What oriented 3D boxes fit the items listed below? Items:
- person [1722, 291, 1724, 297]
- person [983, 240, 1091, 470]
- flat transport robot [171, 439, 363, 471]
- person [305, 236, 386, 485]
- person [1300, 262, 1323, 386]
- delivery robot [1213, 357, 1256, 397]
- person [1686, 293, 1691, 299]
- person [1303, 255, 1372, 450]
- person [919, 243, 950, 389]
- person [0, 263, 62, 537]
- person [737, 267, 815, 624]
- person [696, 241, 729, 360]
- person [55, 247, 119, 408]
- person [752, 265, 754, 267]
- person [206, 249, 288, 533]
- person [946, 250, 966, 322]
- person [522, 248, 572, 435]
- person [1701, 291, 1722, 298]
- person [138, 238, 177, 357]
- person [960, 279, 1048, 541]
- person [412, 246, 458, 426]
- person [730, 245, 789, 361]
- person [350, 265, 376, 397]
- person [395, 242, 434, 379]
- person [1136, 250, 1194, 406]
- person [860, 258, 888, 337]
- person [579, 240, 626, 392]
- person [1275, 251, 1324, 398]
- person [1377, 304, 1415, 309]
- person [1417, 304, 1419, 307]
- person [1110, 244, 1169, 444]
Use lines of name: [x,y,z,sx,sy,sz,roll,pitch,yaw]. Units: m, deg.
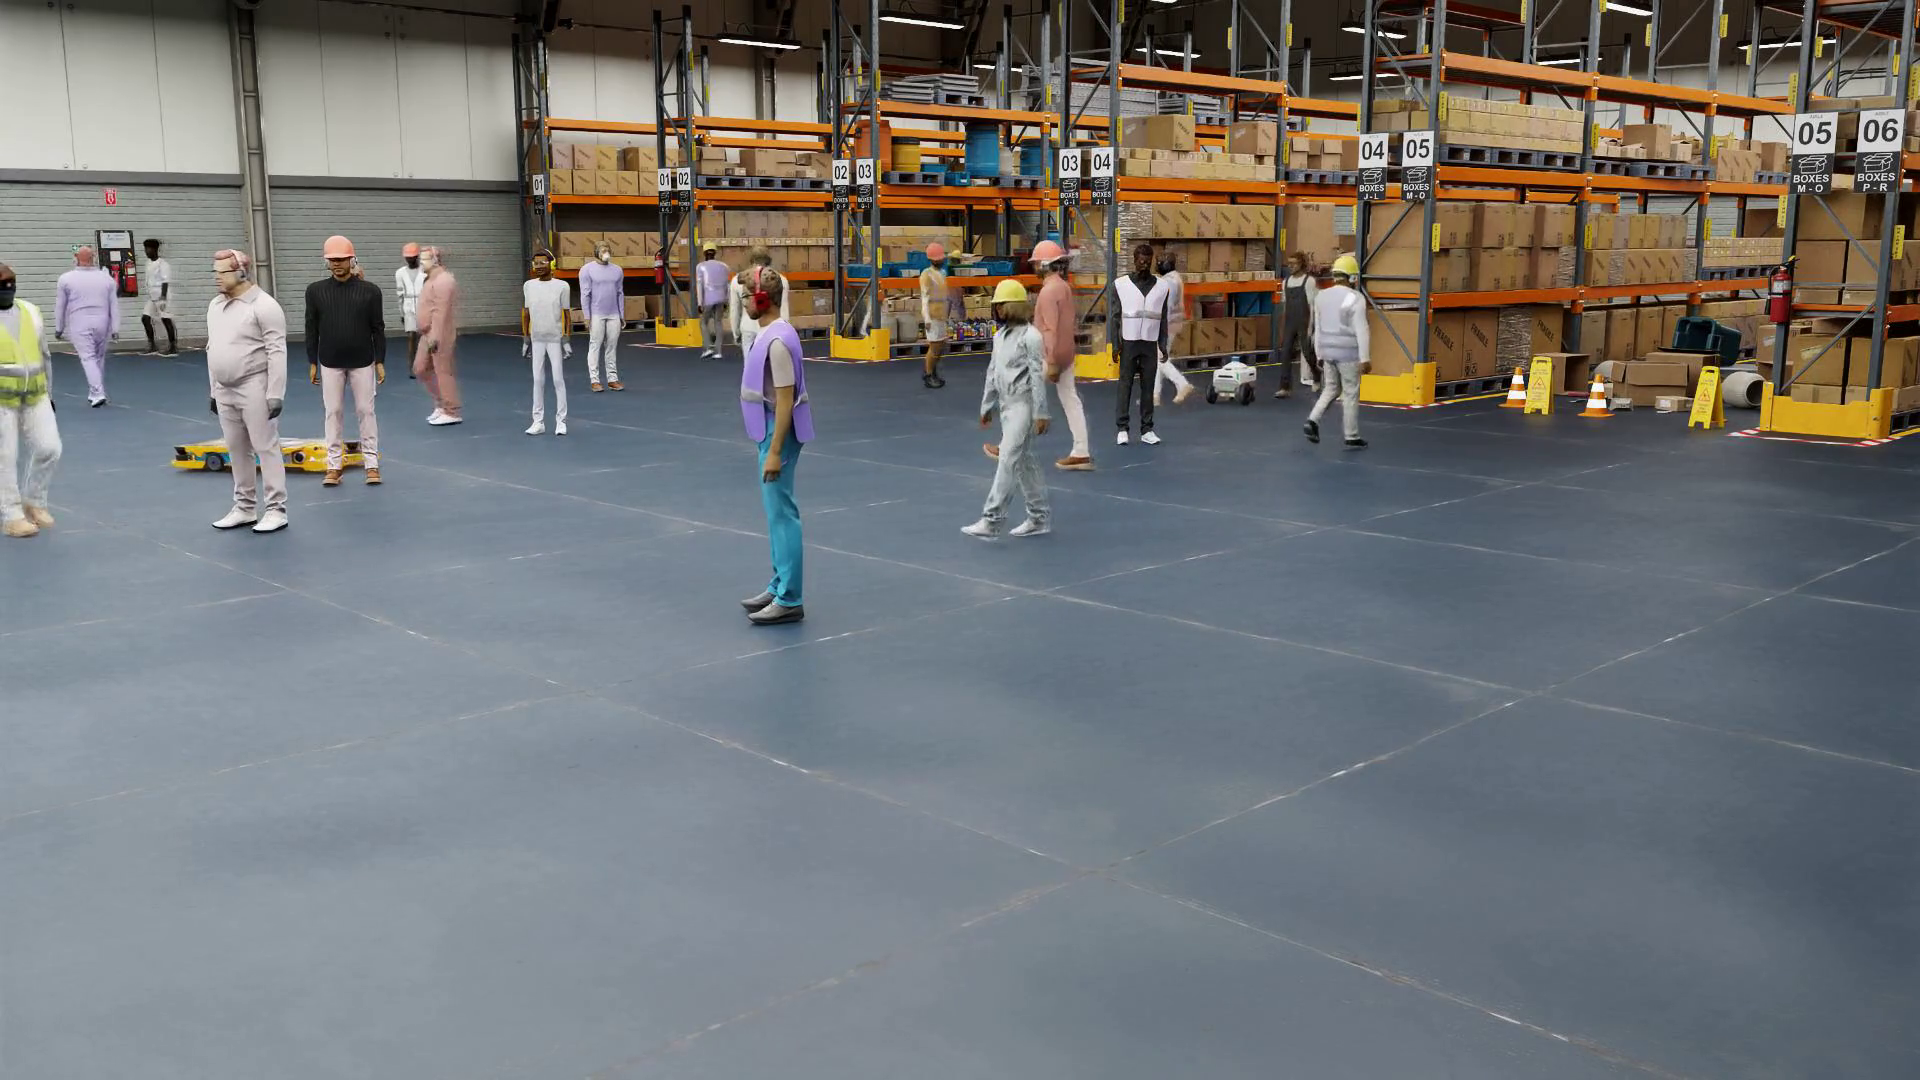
person: [16.646,-5.607,36.315,0.375,1.927,0.543,4,11,21]
person: [0.692,-1.589,14.338,1.008,1.941,0.613,5,12,26]
flat transport robot: [-6.029,-0.756,14.496,1.431,0.197,0.652,1,10,7]
person: [-4.956,-1.445,13.434,0.618,1.994,0.383,-3,11,-15]
person: [4.708,-2.892,22.297,0.308,1.638,0.513,2,11,10]
delivery robot: [3.322,-1.969,20.078,0.477,0.478,0.707,5,12,27]
person: [14.996,-5.075,33.700,0.827,1.828,0.529,-10,14,-44]
person: [3.579,-1.748,15.556,0.590,1.819,0.614,-7,12,-32]
person: [-0.350,-2.964,22.002,0.525,1.896,0.659,6,12,29]
person: [-6.333,-0.930,11.098,0.452,1.823,0.645,6,12,30]
person: [-0.956,-0.496,8.688,0.389,1.838,0.563,-2,11,-10]
person: [-4.045,-3.887,27.008,0.606,1.895,0.595,-7,12,-32]
person: [-10.294,-2.515,19.649,0.982,1.866,0.650,10,15,44]
person: [-3.286,-3.813,27.278,0.531,1.646,0.801,-3,11,-15]
person: [-4.865,-1.005,11.281,0.651,1.904,0.402,5,12,25]
person: [-0.083,-4.491,30.803,0.526,1.719,0.912,8,13,36]
person: [-4.176,-2.002,16.806,0.519,1.874,0.327,1,10,4]
person: [14.550,-4.819,32.229,0.575,1.857,0.822,10,14,43]
person: [-13.294,-3.981,27.384,0.652,1.939,0.721,7,12,33]
person: [0.272,-0.843,10.936,0.823,1.708,0.498,-6,12,-28]
person: [-5.560,-2.156,17.605,0.445,1.889,0.649,-7,12,-33]
person: [-2.134,-2.208,17.860,0.649,1.885,1.018,0,10,0]
person: [-7.466,-2.594,20.698,0.320,1.628,0.508,-6,12,-29]
person: [-7.698,-3.284,23.686,0.565,1.913,0.751,-1,10,-6]
person: [2.408,-2.470,19.473,0.644,1.829,0.647,3,11,15]
person: [-1.653,-4.770,32.653,0.841,1.592,0.515,-10,14,-43]
person: [-4.595,-2.892,21.478,0.631,1.940,0.372,-10,14,-43]
person: [4.269,-2.700,20.791,0.514,1.816,0.878,9,13,39]
person: [6.504,-3.447,24.714,0.577,1.861,0.743,8,13,39]
person: [6.856,-3.276,23.892,0.604,1.815,0.431,8,13,38]
person: [1.739,-1.896,16.113,0.592,1.916,0.392,-2,11,-12]
